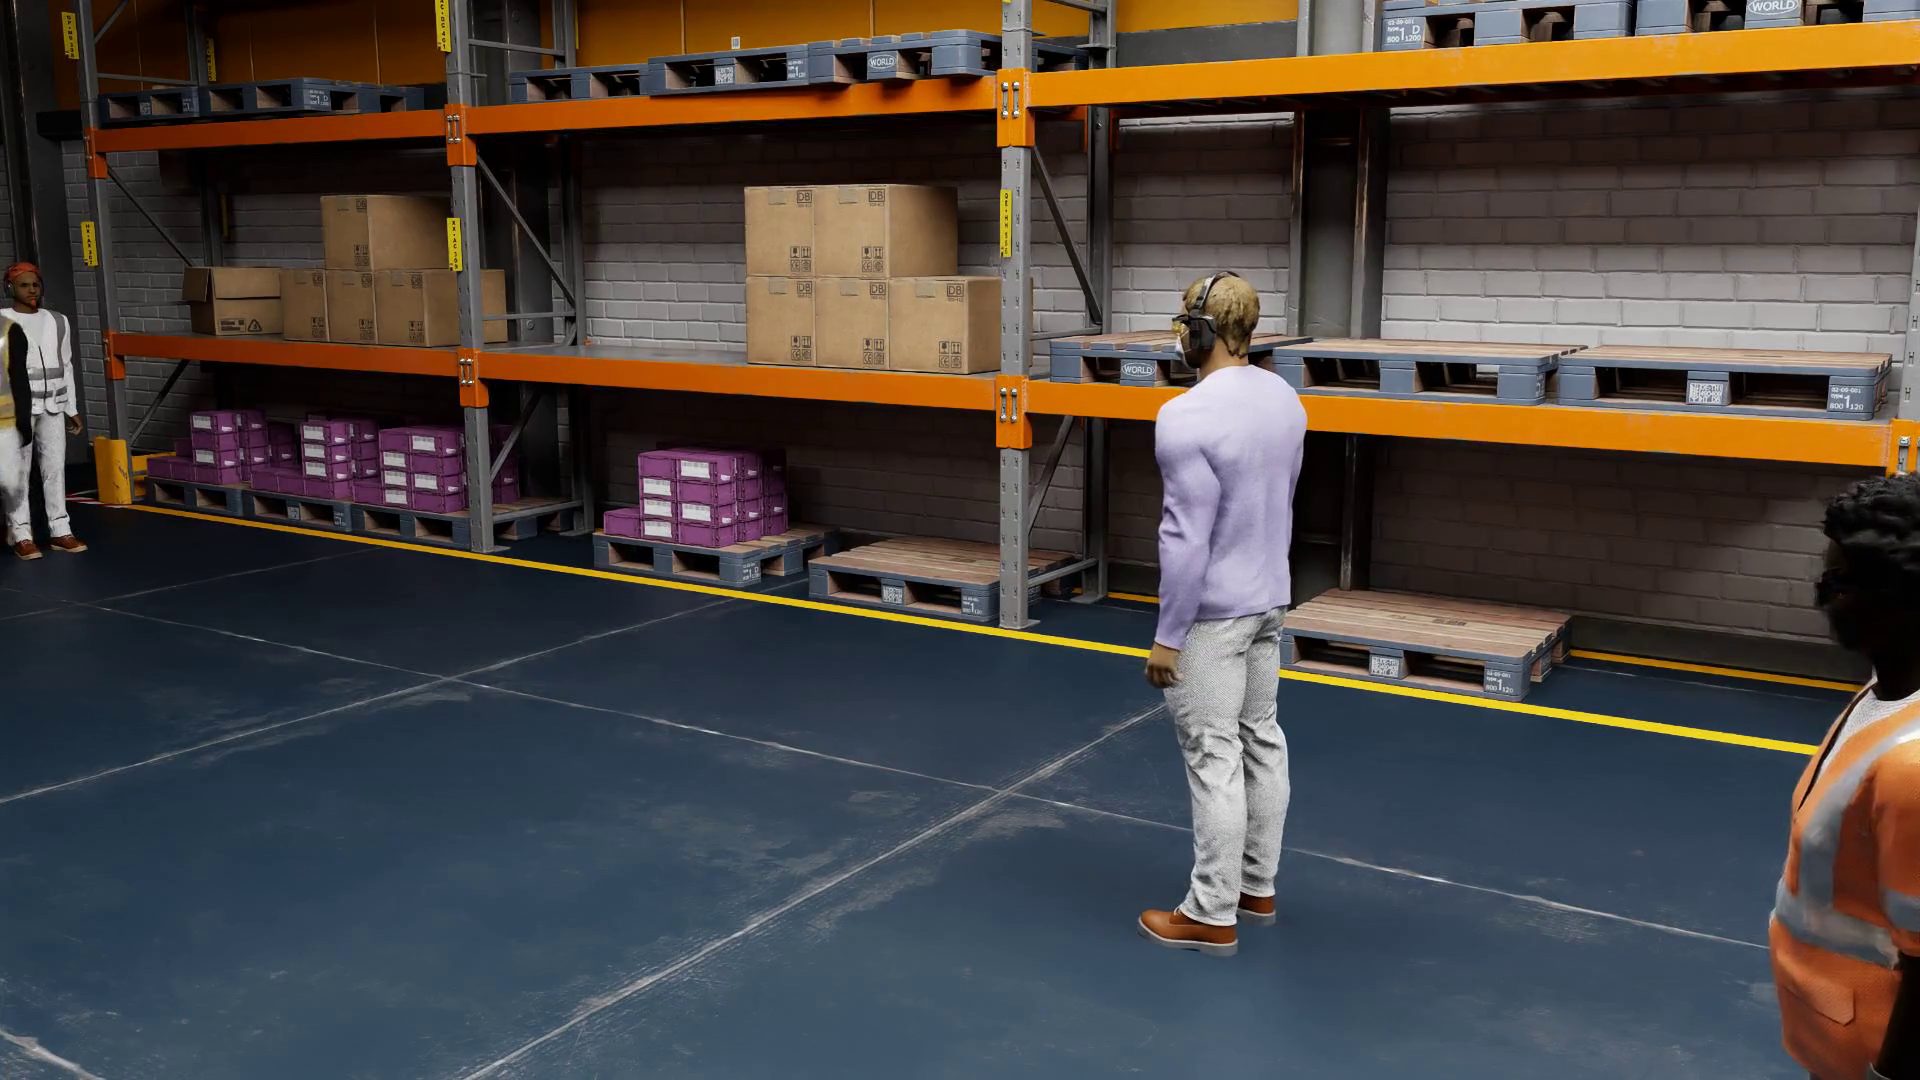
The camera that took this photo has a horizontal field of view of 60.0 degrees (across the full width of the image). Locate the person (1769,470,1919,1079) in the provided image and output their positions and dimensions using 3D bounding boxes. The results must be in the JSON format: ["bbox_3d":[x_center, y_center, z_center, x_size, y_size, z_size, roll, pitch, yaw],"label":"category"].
[{"bbox_3d":[1.358,0.743,2.457,0.320,1.698,0.537,5,11,25],"label":"person"}]

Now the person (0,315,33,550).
[{"bbox_3d":[-6.085,-0.732,10.311,0.644,1.816,0.771,-3,11,-18],"label":"person"}]

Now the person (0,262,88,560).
[{"bbox_3d":[-5.918,-0.824,10.640,0.355,1.882,0.576,6,12,31],"label":"person"}]

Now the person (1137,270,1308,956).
[{"bbox_3d":[0.737,0.213,4.733,0.378,1.940,0.628,9,13,40],"label":"person"}]
